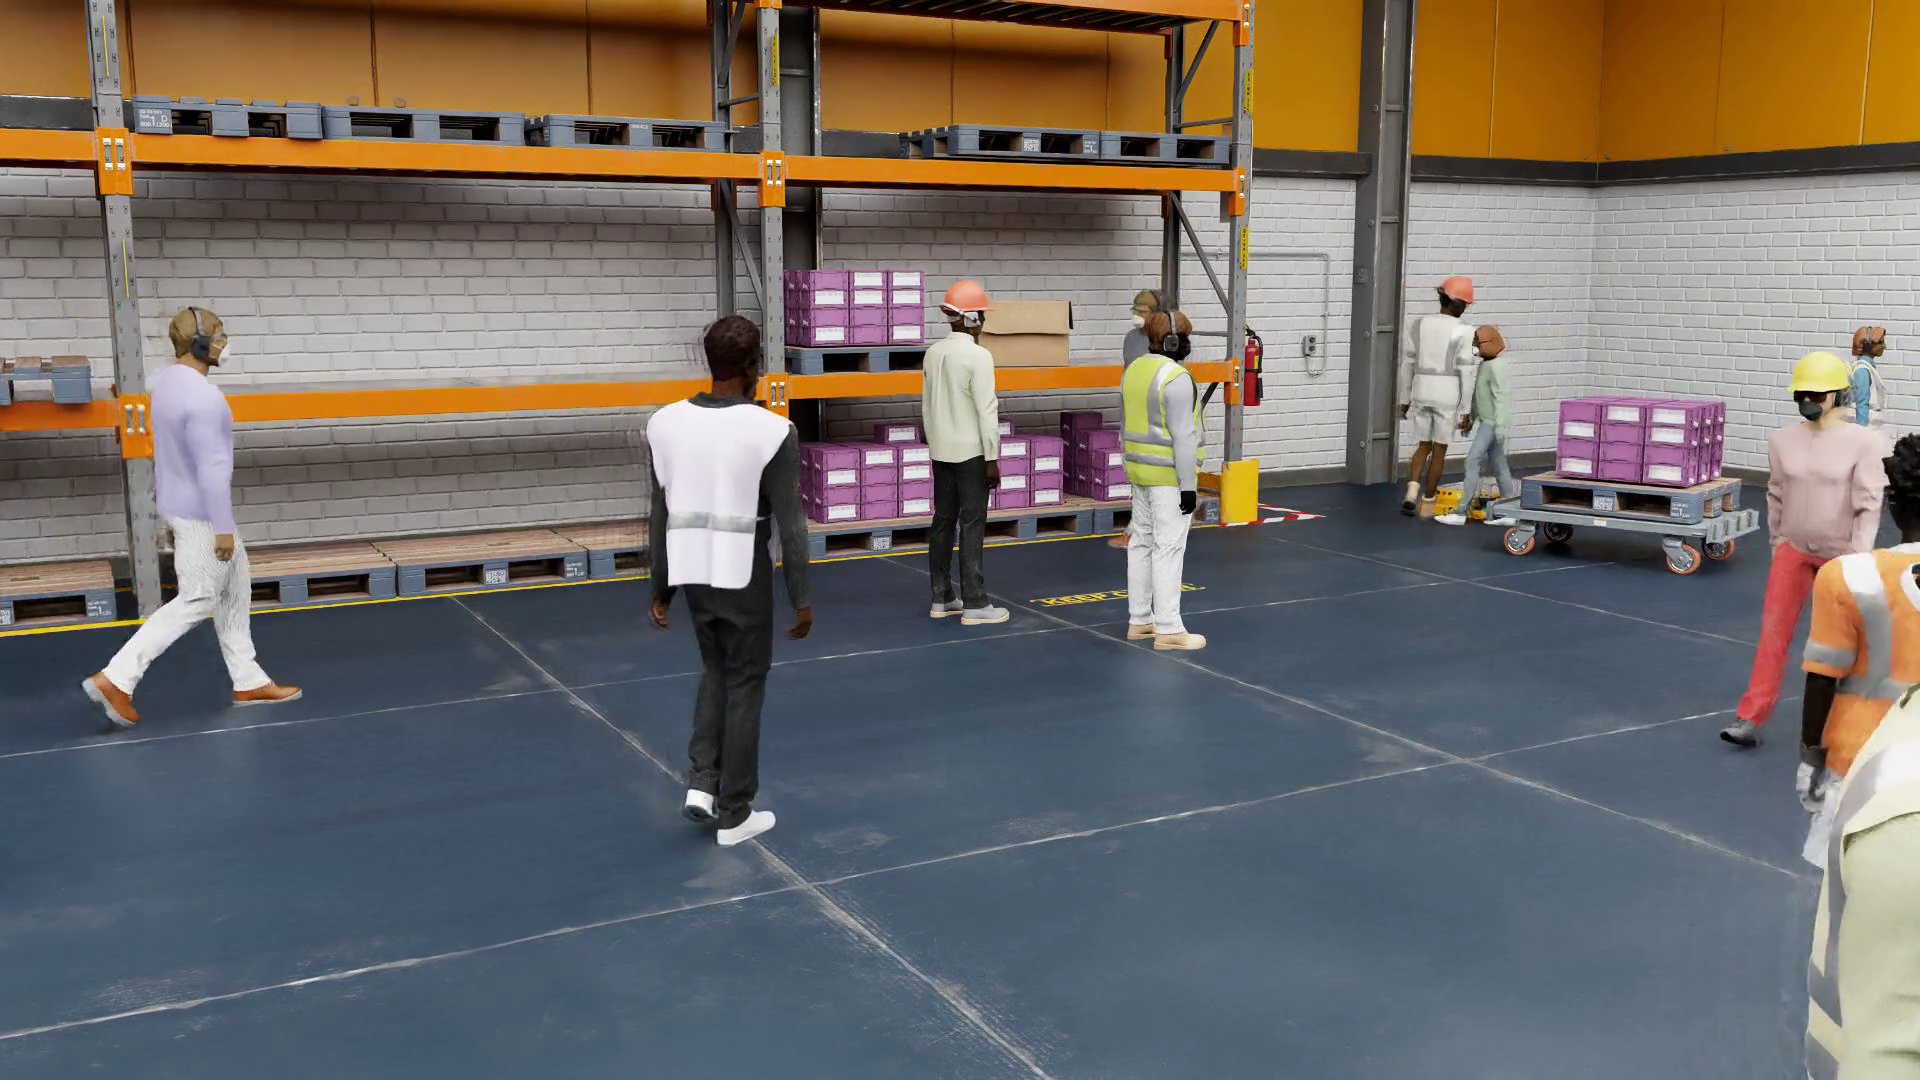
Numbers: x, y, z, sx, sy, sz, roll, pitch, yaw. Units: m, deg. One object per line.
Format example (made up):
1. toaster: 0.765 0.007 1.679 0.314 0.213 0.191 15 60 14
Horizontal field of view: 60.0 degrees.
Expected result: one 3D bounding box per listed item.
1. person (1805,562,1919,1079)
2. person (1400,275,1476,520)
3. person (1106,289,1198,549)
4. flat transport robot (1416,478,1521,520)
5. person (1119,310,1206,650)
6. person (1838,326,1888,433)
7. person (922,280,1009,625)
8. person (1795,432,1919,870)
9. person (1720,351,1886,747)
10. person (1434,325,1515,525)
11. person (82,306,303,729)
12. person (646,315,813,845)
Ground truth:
1. person: 1.344 0.801 2.340 0.865 1.802 0.593 7 11 36
2. person: 3.861 -1.135 13.472 0.656 2.012 0.481 9 13 44
3. person: 1.438 -0.890 12.271 0.681 1.922 0.651 -4 10 -23
4. flat transport robot: 4.514 -0.365 14.082 0.652 0.197 1.431 9 13 43
5. person: 1.121 -0.329 9.085 0.429 1.842 0.636 -4 10 -23
6. person: 6.726 -0.777 12.430 0.308 1.641 0.514 5 10 26
7. person: 0.024 -0.506 9.701 0.382 1.995 0.612 -8 12 -39
8. person: 2.372 0.572 4.121 0.540 1.674 0.704 1 9 4
9. person: 3.686 0.054 7.156 0.900 1.714 0.532 -7 12 -38
10. person: 4.130 -0.902 13.283 0.733 1.607 0.505 2 9 10
11. person: -3.536 -0.104 7.550 0.902 1.913 0.637 -7 12 -37
12. person: -0.816 0.153 5.971 0.615 1.898 0.464 4 10 24
